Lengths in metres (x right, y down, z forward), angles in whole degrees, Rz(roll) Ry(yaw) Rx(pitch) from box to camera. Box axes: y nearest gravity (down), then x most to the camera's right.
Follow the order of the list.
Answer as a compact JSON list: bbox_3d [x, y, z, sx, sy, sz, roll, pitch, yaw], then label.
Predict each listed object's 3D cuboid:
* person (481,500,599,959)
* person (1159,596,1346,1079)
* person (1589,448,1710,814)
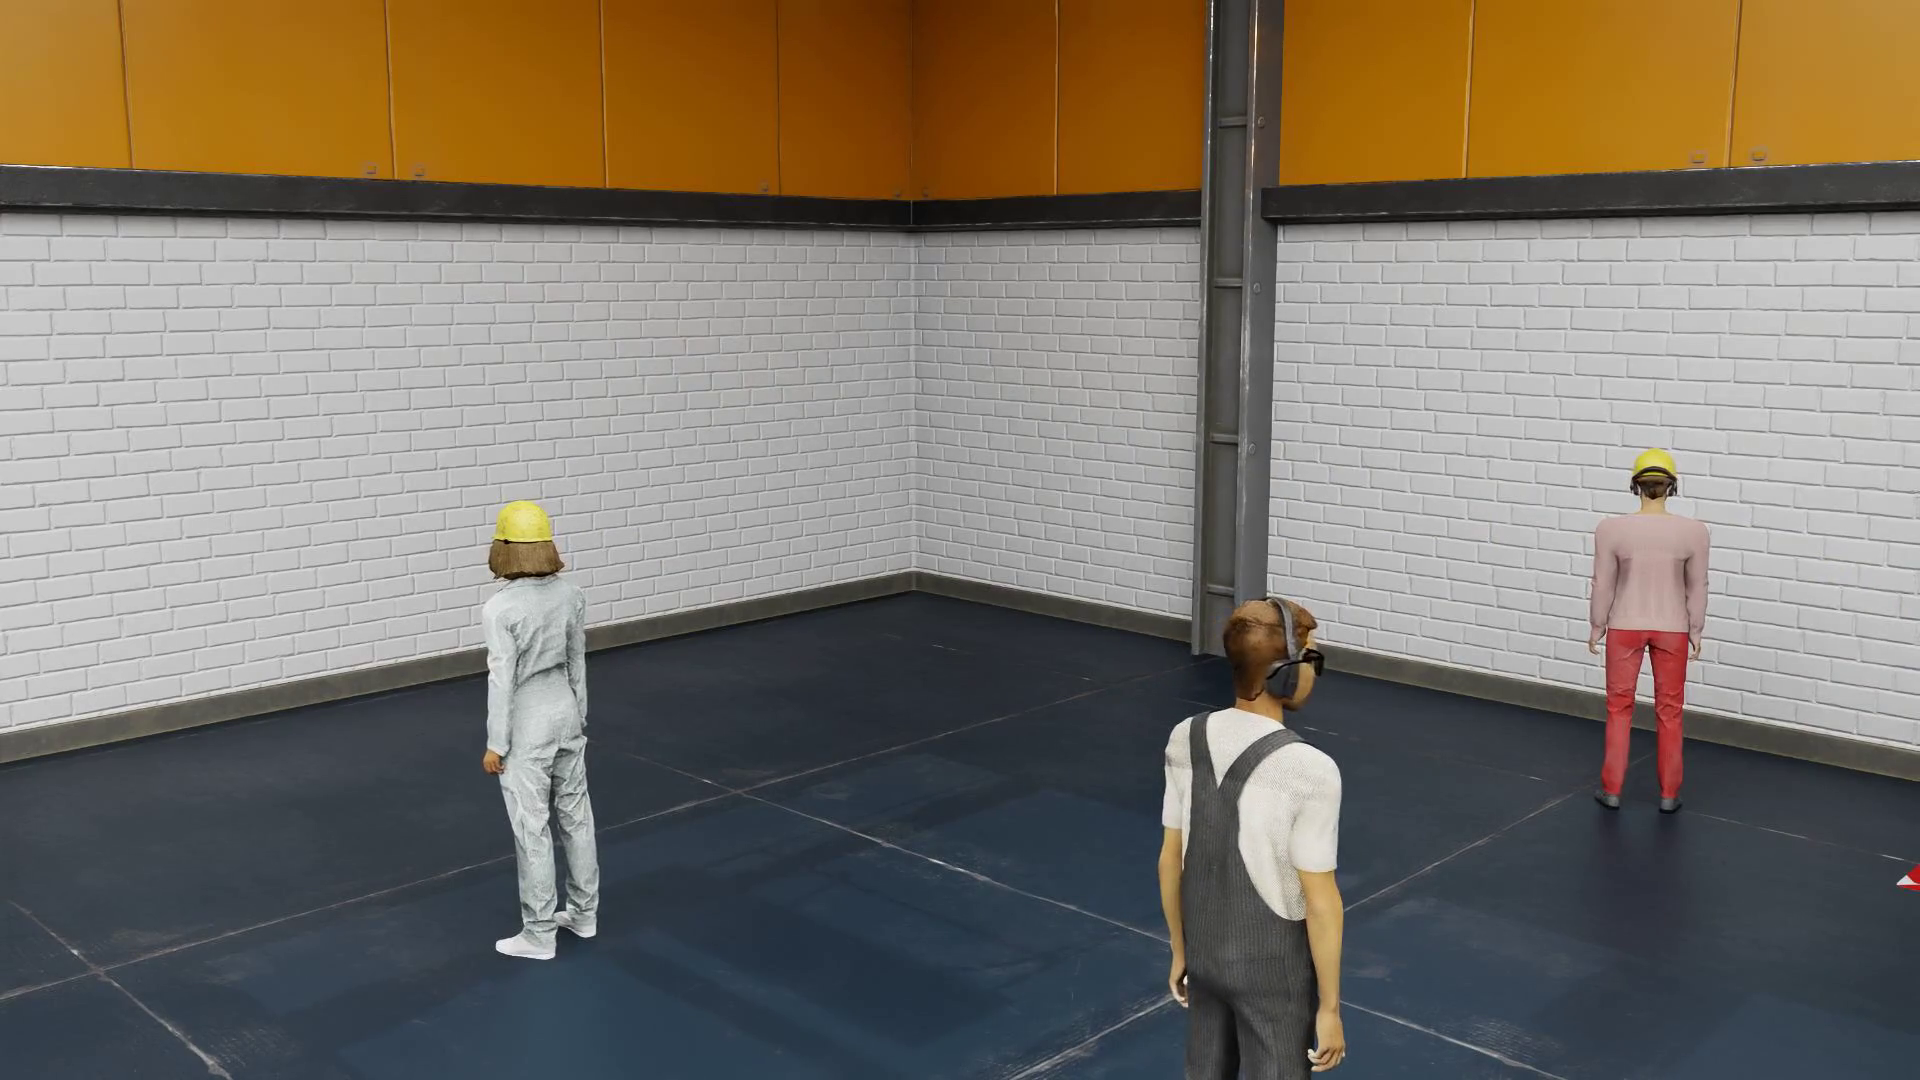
[{"bbox_3d":[-1.622,0.715,6.334,0.324,1.743,0.490,6,11,32],"label":"person"},{"bbox_3d":[0.701,1.047,3.999,0.324,1.842,0.514,-8,12,-40],"label":"person"},{"bbox_3d":[3.294,0.439,7.989,0.523,1.760,0.325,3,10,17],"label":"person"}]
